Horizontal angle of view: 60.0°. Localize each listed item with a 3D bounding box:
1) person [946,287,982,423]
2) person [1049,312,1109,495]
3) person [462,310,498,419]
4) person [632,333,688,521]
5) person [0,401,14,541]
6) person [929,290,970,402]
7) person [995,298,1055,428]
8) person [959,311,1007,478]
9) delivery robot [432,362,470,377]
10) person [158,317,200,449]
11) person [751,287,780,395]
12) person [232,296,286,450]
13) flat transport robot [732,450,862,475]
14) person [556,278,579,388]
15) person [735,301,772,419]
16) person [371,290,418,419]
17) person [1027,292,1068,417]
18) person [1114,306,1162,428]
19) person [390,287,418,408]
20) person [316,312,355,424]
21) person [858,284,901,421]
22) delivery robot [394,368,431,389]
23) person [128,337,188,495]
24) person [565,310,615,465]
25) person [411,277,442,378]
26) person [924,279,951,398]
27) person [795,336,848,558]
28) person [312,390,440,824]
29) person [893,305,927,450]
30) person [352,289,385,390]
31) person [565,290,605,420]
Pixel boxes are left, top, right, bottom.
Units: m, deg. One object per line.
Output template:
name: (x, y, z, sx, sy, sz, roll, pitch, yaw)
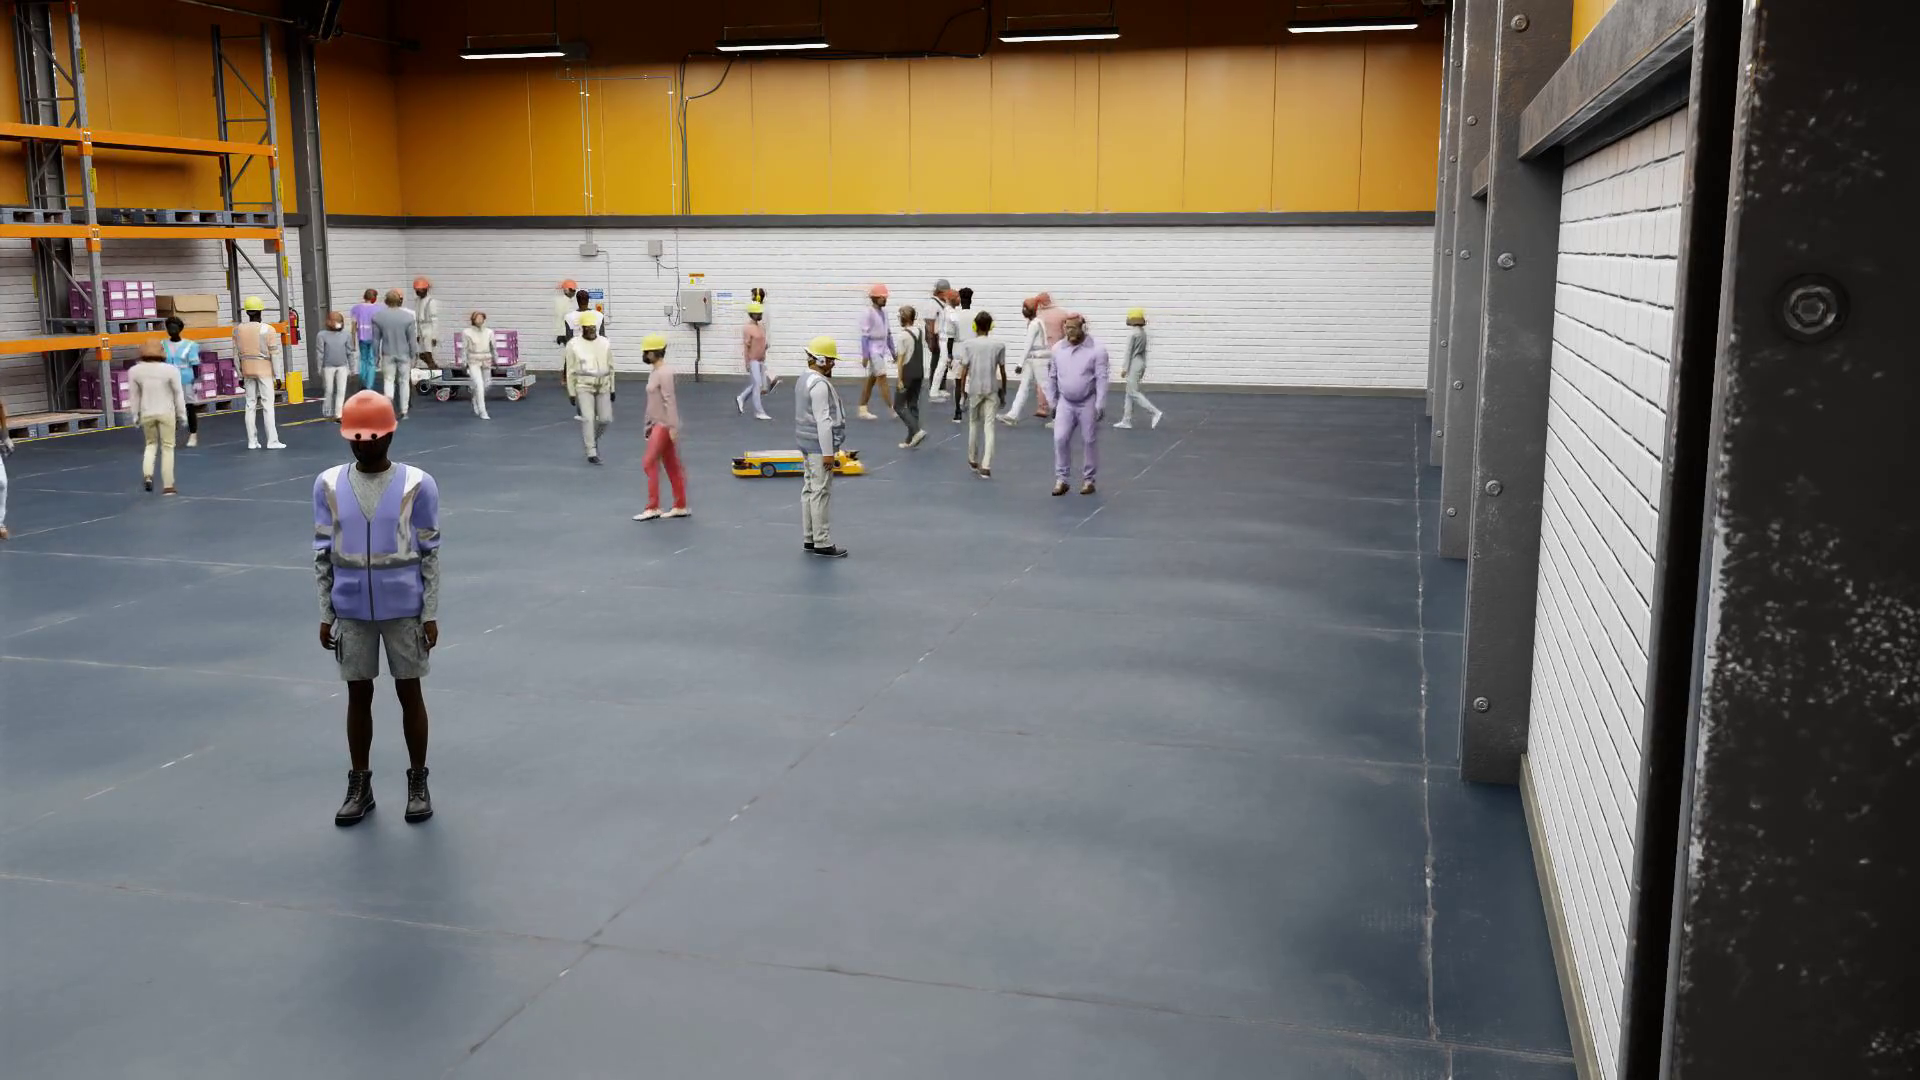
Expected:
person: (0.097, -2.680, 24.133, 0.606, 1.967, 0.367, -1, 10, -7)
person: (1.190, -1.381, 17.037, 0.680, 1.881, 0.708, 4, 11, 23)
person: (-7.182, -2.618, 24.799, 0.524, 1.614, 0.705, -8, 13, -39)
person: (-2.862, -1.047, 15.491, 0.688, 1.740, 0.560, -4, 11, -22)
person: (-8.369, -0.861, 14.131, 0.583, 1.859, 0.430, -8, 13, -37)
person: (-0.064, -3.168, 27.251, 0.977, 1.831, 0.595, 0, 10, 1)
person: (1.027, -2.476, 23.377, 1.034, 1.825, 0.566, 1, 10, 4)
person: (0.253, -1.638, 18.627, 0.556, 1.821, 0.947, -1, 10, -4)
delivery robot: (-8.776, -2.847, 28.810, 0.707, 0.478, 0.477, -4, 11, -20)
person: (-9.852, -1.968, 20.930, 0.552, 1.663, 0.746, -1, 10, -6)
person: (-3.411, -3.414, 28.622, 0.449, 1.852, 0.544, 1, 10, 8)
person: (-8.815, -2.091, 20.903, 0.591, 1.930, 0.357, 1, 10, 5)
flat transport robot: (-1.846, -0.879, 18.734, 1.431, 0.197, 0.652, -1, 10, -8)
person: (-6.965, -3.686, 29.784, 0.511, 1.976, 0.641, 2, 10, 13)
person: (-3.087, -2.665, 24.677, 0.641, 1.749, 0.529, 5, 11, 26)
person: (-8.304, -2.710, 24.444, 0.630, 1.922, 0.627, -2, 10, -13)
person: (1.419, -2.759, 24.879, 0.797, 1.875, 0.406, 3, 10, 16)
person: (2.498, -2.405, 23.250, 0.718, 1.721, 0.489, 5, 11, 27)
person: (-8.821, -3.024, 26.233, 0.552, 1.923, 0.533, -5, 11, -28)
person: (-8.979, -2.473, 23.942, 0.545, 1.610, 0.384, -7, 12, -33)
person: (-1.096, -2.720, 24.253, 1.002, 1.997, 0.632, 4, 11, 24)
delivery robot: (-9.473, -2.807, 28.586, 0.707, 0.478, 0.477, -4, 11, -20)
person: (-8.240, -1.266, 17.119, 0.514, 1.624, 0.349, -1, 10, -6)
person: (-4.336, -1.789, 19.508, 0.609, 1.812, 0.470, -8, 13, -37)
person: (-9.478, -3.691, 29.717, 0.635, 2.022, 0.633, 10, 14, 44)
person: (-0.296, -3.430, 28.173, 0.633, 2.000, 0.801, 3, 10, 17)
person: (-1.145, -0.768, 13.717, 0.403, 1.823, 0.587, -4, 11, -20)
person: (-2.570, 0.300, 7.355, 0.543, 1.934, 0.362, -1, 10, -7)
person: (-0.606, -2.017, 20.791, 0.459, 1.832, 0.507, 9, 13, 41)
person: (-10.306, -3.480, 29.080, 0.587, 1.810, 0.654, -2, 10, -9)
person: (-5.506, -2.716, 24.487, 0.591, 1.915, 0.393, -4, 11, -22)
